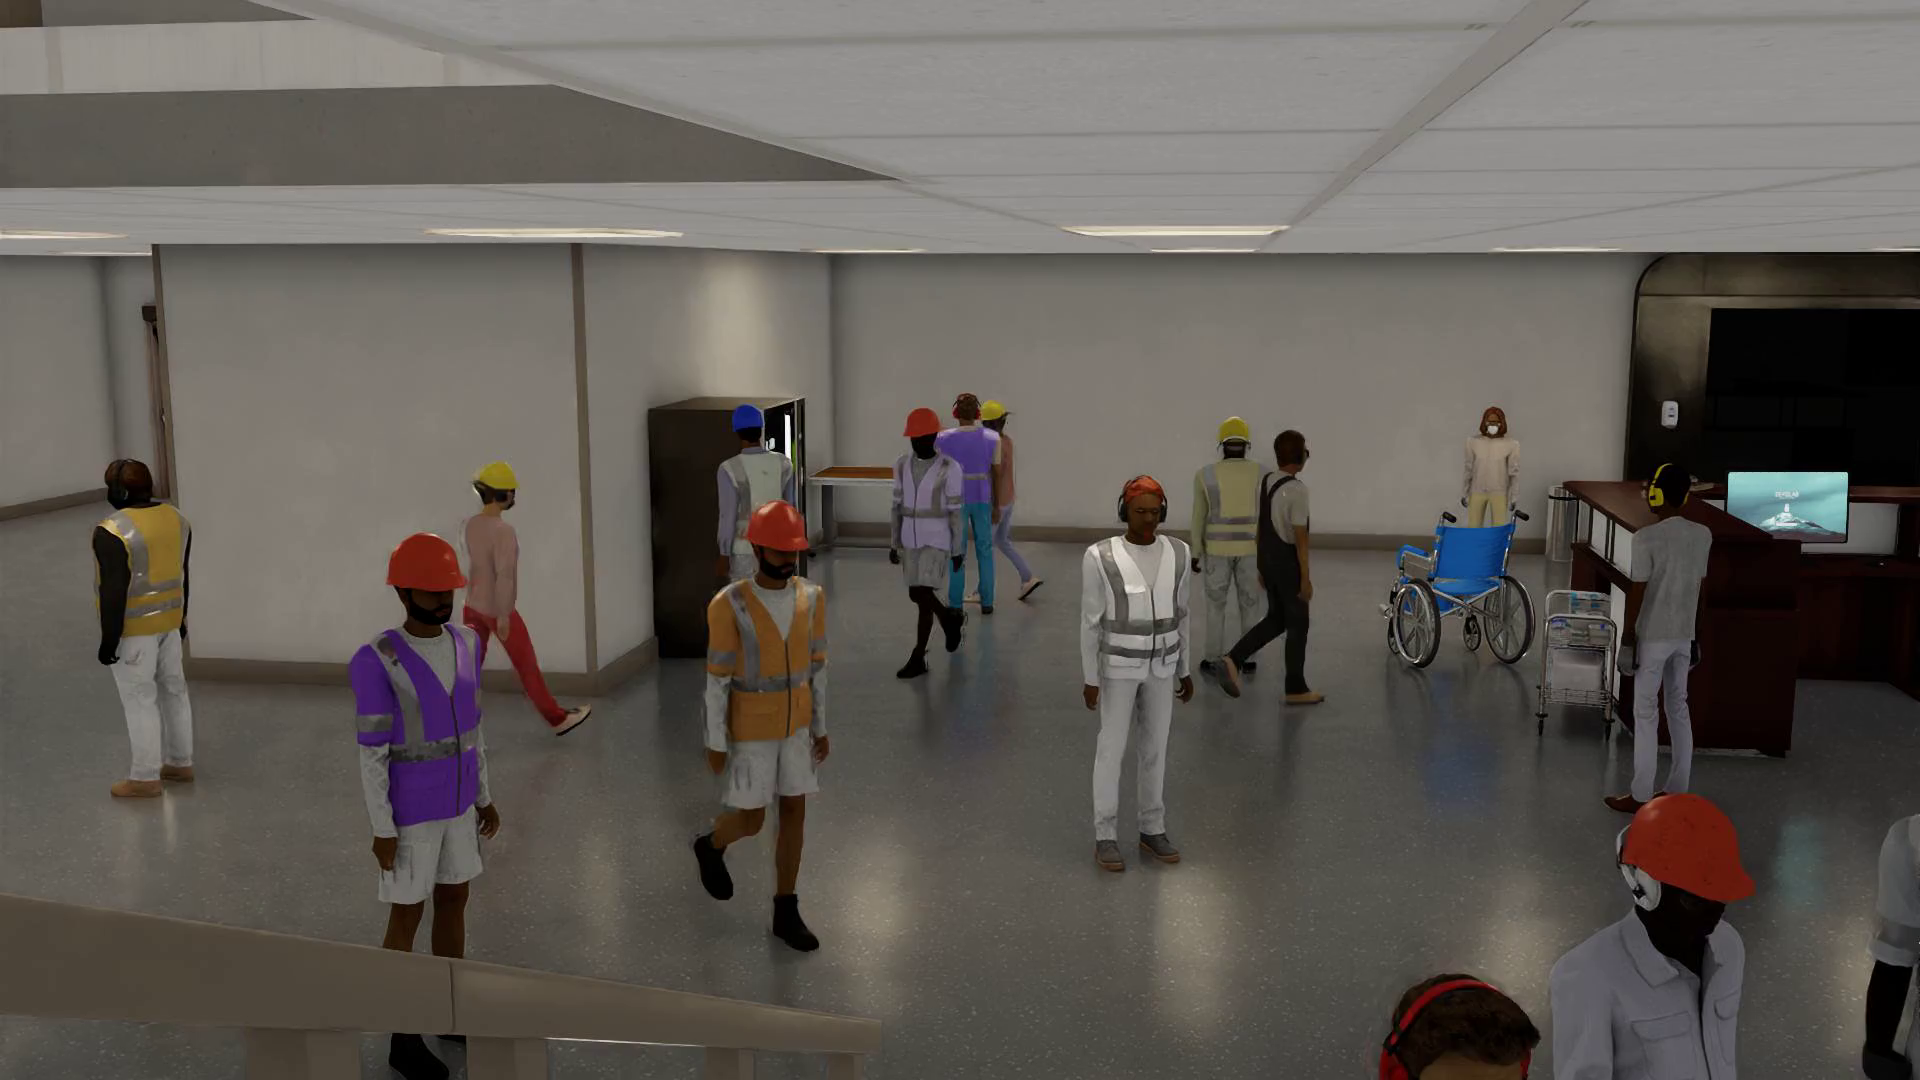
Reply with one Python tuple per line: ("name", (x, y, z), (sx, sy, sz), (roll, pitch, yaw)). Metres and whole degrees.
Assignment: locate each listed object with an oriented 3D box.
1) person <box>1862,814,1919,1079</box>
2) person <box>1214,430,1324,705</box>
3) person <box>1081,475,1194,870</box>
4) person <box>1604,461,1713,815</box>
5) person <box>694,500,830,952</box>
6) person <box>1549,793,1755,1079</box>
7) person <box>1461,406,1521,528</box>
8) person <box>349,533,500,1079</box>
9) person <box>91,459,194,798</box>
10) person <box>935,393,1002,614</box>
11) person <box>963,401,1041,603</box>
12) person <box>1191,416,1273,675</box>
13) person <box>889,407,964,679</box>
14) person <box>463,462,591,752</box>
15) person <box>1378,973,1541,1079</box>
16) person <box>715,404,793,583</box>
("person", (2.418, 1.261, 3.835), (0.620, 1.952, 0.384), (6, 11, 32))
("person", (2.051, 0.193, 10.817), (0.667, 1.823, 0.534), (-3, 10, -18))
("person", (0.851, 0.628, 7.952), (0.584, 1.882, 0.345), (-4, 10, -21))
("person", (3.655, 0.525, 8.672), (0.508, 1.862, 0.326), (-4, 10, -21))
("person", (-0.858, 0.758, 7.084), (0.563, 1.915, 0.682), (-8, 12, -39))
("person", (1.518, 1.394, 3.635), (0.573, 1.747, 0.337), (-6, 11, -31))
("person", (4.813, -0.400, 15.109), (0.504, 1.627, 0.285), (5, 10, 28))
("person", (-1.866, 0.931, 5.915), (0.360, 1.939, 0.543), (5, 11, 29))
("person", (-4.450, 0.479, 9.039), (0.429, 1.840, 0.638), (2, 9, 13))
("person", (0.068, -0.287, 13.710), (0.563, 1.847, 0.388), (-2, 9, -10))
("person", (0.353, -0.319, 14.221), (0.620, 1.749, 0.539), (3, 10, 19))
("person", (1.920, 0.047, 11.705), (0.595, 1.830, 0.403), (0, 9, 0))
("person", (-0.199, -0.011, 11.841), (0.575, 1.908, 0.819), (6, 11, 32))
("person", (-2.686, 0.397, 9.857), (0.537, 1.708, 0.922), (9, 13, 43))
("person", (0.713, 1.538, 2.623), (0.575, 1.820, 0.840), (-1, 9, -7))
("person", (-1.402, 0.047, 11.363), (0.602, 1.940, 0.402), (-8, 12, -40))
